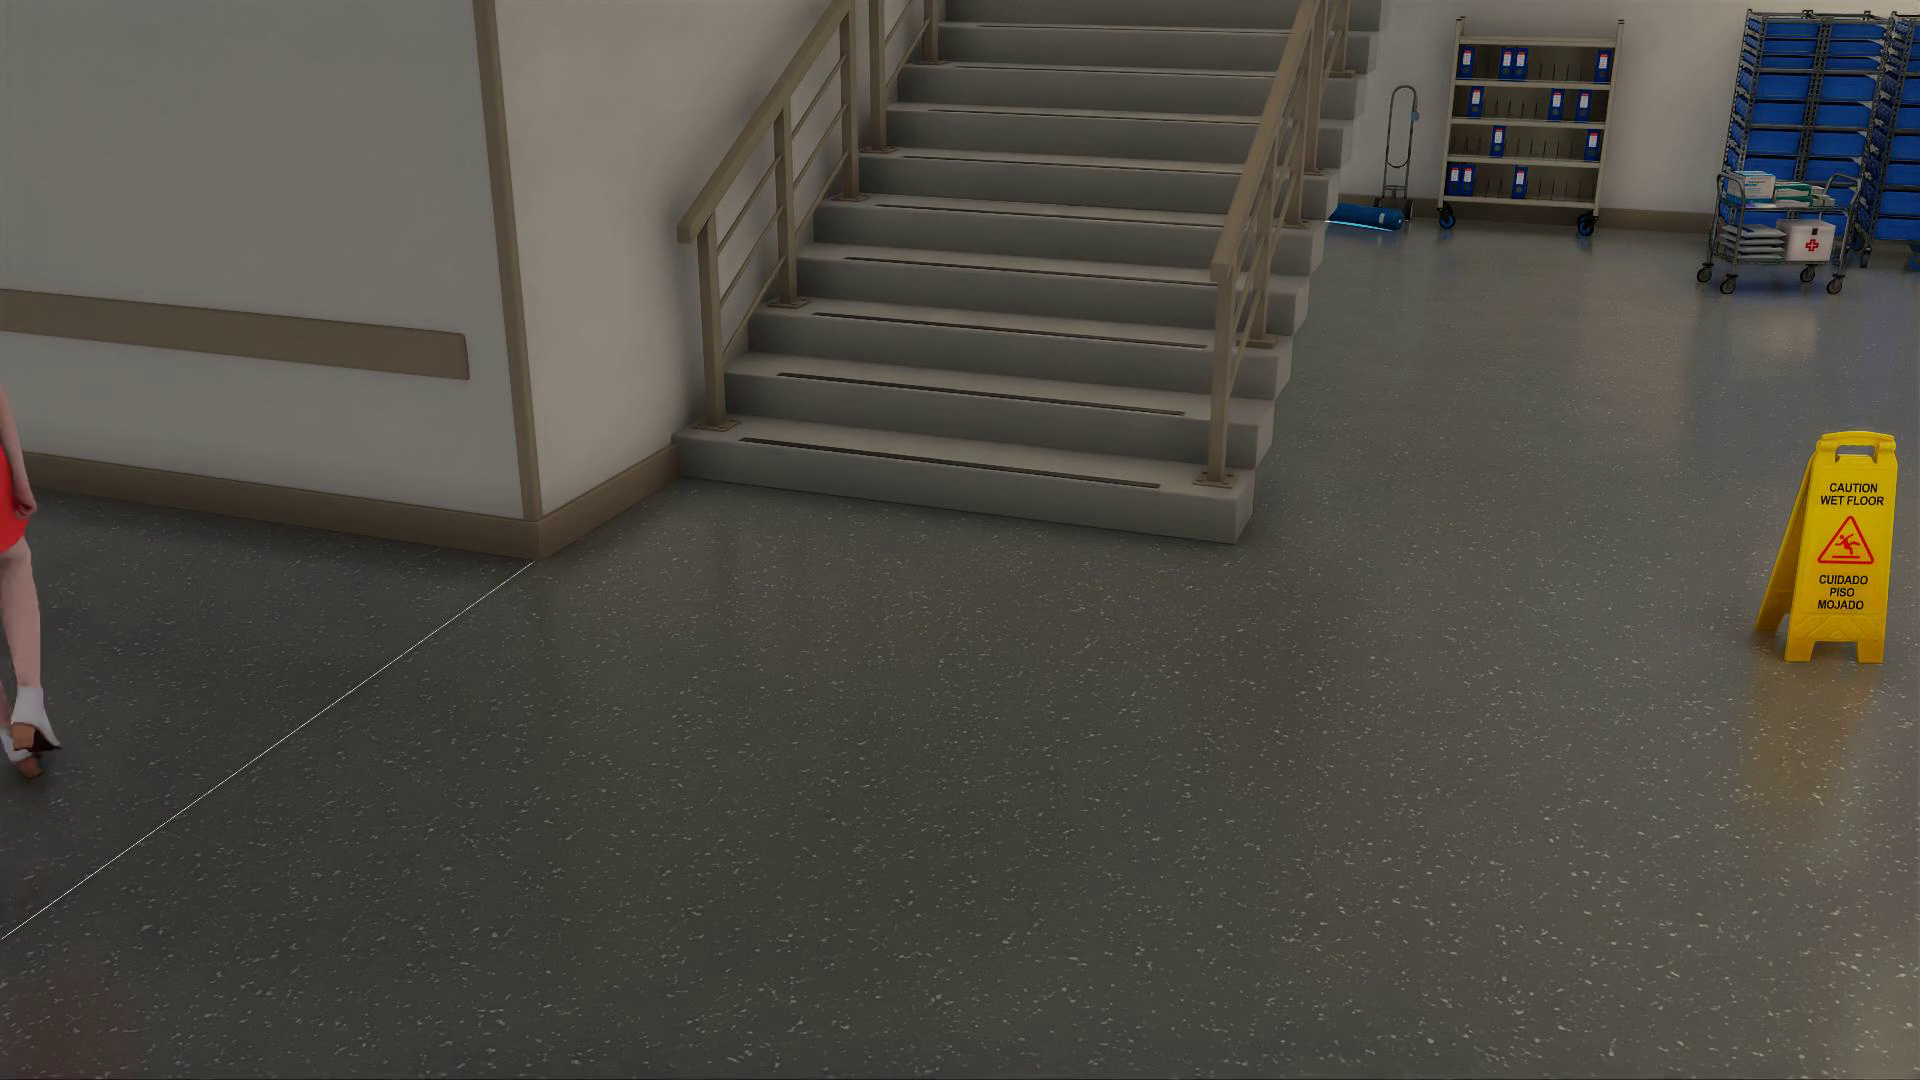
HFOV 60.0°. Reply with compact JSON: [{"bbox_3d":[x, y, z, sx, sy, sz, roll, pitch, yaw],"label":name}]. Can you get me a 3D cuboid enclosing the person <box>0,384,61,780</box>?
[{"bbox_3d":[-2.831,-0.106,4.607,0.782,1.802,0.844,-9,23,-23],"label":"person"}]
